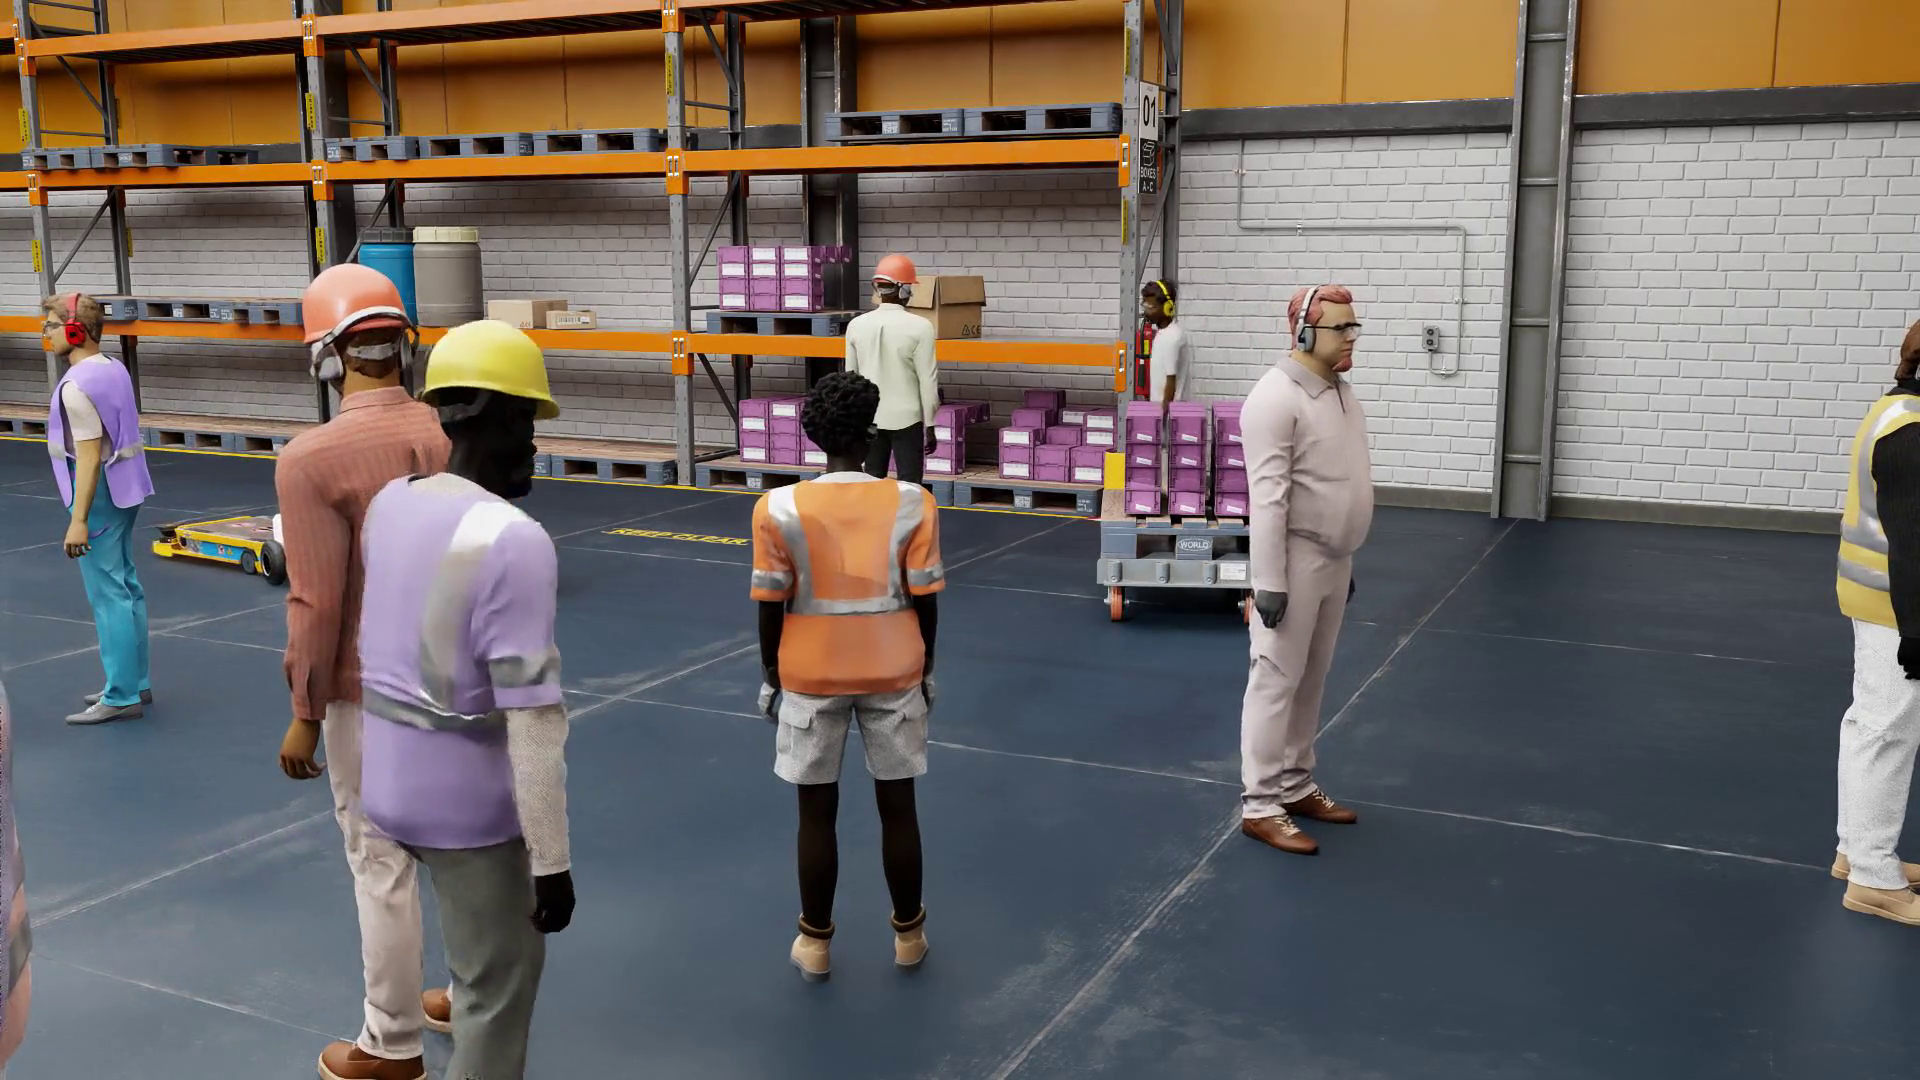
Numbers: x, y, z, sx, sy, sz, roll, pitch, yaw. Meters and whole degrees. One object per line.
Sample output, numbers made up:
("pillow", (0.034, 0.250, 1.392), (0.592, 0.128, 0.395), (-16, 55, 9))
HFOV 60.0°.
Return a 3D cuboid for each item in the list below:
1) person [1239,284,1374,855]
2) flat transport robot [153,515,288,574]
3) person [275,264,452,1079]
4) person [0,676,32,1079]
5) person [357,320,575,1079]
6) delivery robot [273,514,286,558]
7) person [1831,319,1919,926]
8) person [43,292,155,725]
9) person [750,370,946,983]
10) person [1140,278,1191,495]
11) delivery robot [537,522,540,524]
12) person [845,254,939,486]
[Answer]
("person", (1.201, 0.090, 5.682), (0.399, 1.907, 0.644), (7, 12, 36))
("flat transport robot", (-4.526, 0.015, 10.786), (1.431, 0.197, 0.652), (6, 12, 33))
("person", (-1.376, 0.340, 4.020), (0.391, 1.987, 0.608), (6, 11, 30))
("person", (-1.514, 0.716, 2.283), (0.621, 1.845, 0.430), (9, 13, 41))
("person", (-0.974, 0.516, 3.329), (0.518, 1.879, 0.633), (-9, 14, -43))
("delivery robot", (-3.832, -0.030, 9.965), (0.477, 0.478, 0.707), (-9, 13, -41))
("person", (2.913, 0.230, 5.088), (0.429, 1.837, 0.621), (4, 11, 24))
("person", (-3.685, -0.136, 7.144), (0.390, 1.847, 0.564), (-2, 10, -13))
("person", (-0.305, 0.383, 4.595), (0.535, 1.699, 0.322), (-1, 10, -8))
("person", (1.302, -0.768, 10.802), (0.479, 1.835, 0.586), (0, 10, 1))
("delivery robot", (-2.841, -0.001, 9.800), (0.707, 0.478, 0.477), (3, 10, 16))
("person", (-0.401, -0.722, 10.078), (0.613, 1.994, 0.395), (5, 11, 26))
